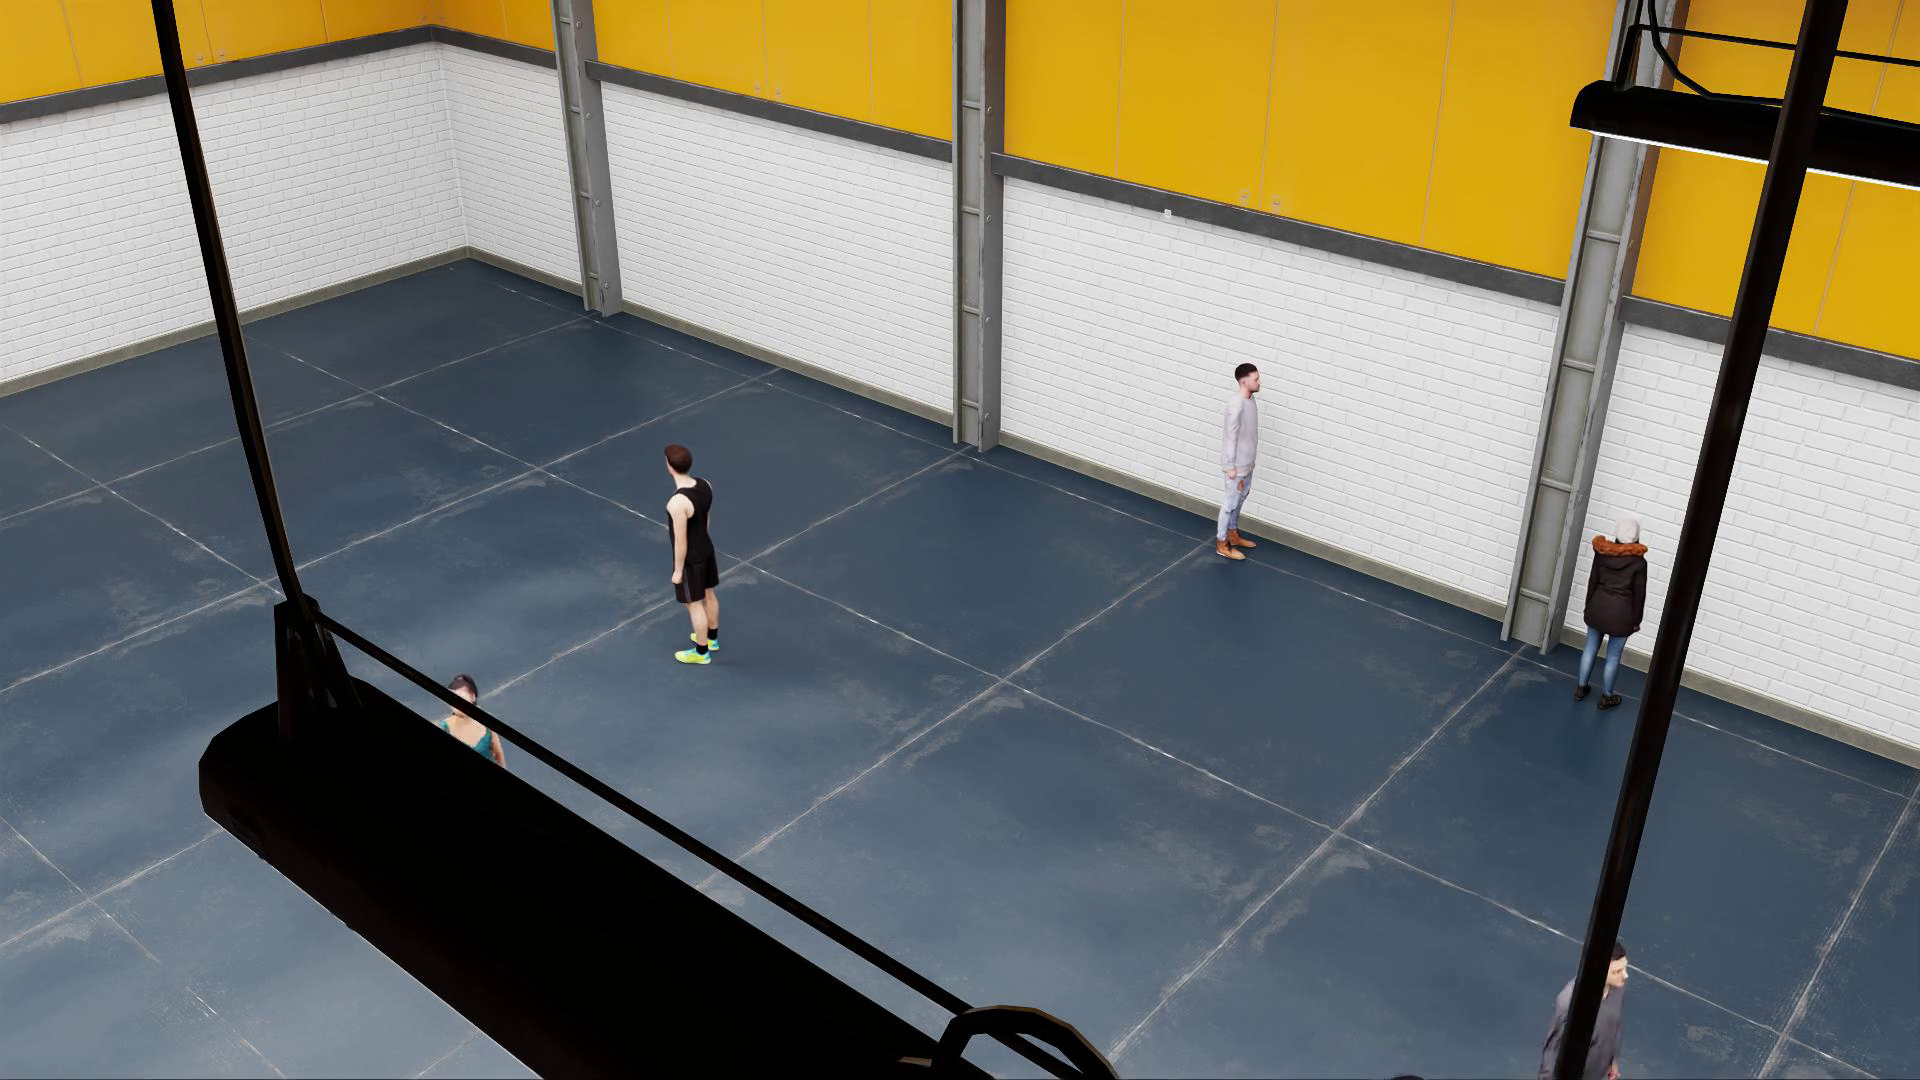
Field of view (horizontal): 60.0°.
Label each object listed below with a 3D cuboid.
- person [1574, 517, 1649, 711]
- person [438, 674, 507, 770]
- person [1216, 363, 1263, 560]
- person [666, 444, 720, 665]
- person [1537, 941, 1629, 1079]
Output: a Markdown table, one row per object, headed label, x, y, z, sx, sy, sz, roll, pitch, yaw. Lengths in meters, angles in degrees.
| label | x | y | z | sx | sy | sz | roll | pitch | yaw |
| --- | --- | --- | --- | --- | --- | --- | --- | --- | --- |
| person | 4.987 | 0.545 | 12.718 | 0.565 | 1.632 | 0.699 | 25 | 37 | 38 |
| person | -3.147 | 1.564 | 10.811 | 0.818 | 1.670 | 0.941 | -12 | 31 | -20 |
| person | 2.483 | -0.725 | 14.831 | 0.656 | 1.839 | 0.724 | 14 | 31 | 23 |
| person | -2.128 | 0.111 | 13.243 | 0.694 | 1.891 | 0.747 | 10 | 30 | 17 |
| person | 3.139 | 2.719 | 8.649 | 0.749 | 1.713 | 1.162 | -23 | 36 | -35 |
